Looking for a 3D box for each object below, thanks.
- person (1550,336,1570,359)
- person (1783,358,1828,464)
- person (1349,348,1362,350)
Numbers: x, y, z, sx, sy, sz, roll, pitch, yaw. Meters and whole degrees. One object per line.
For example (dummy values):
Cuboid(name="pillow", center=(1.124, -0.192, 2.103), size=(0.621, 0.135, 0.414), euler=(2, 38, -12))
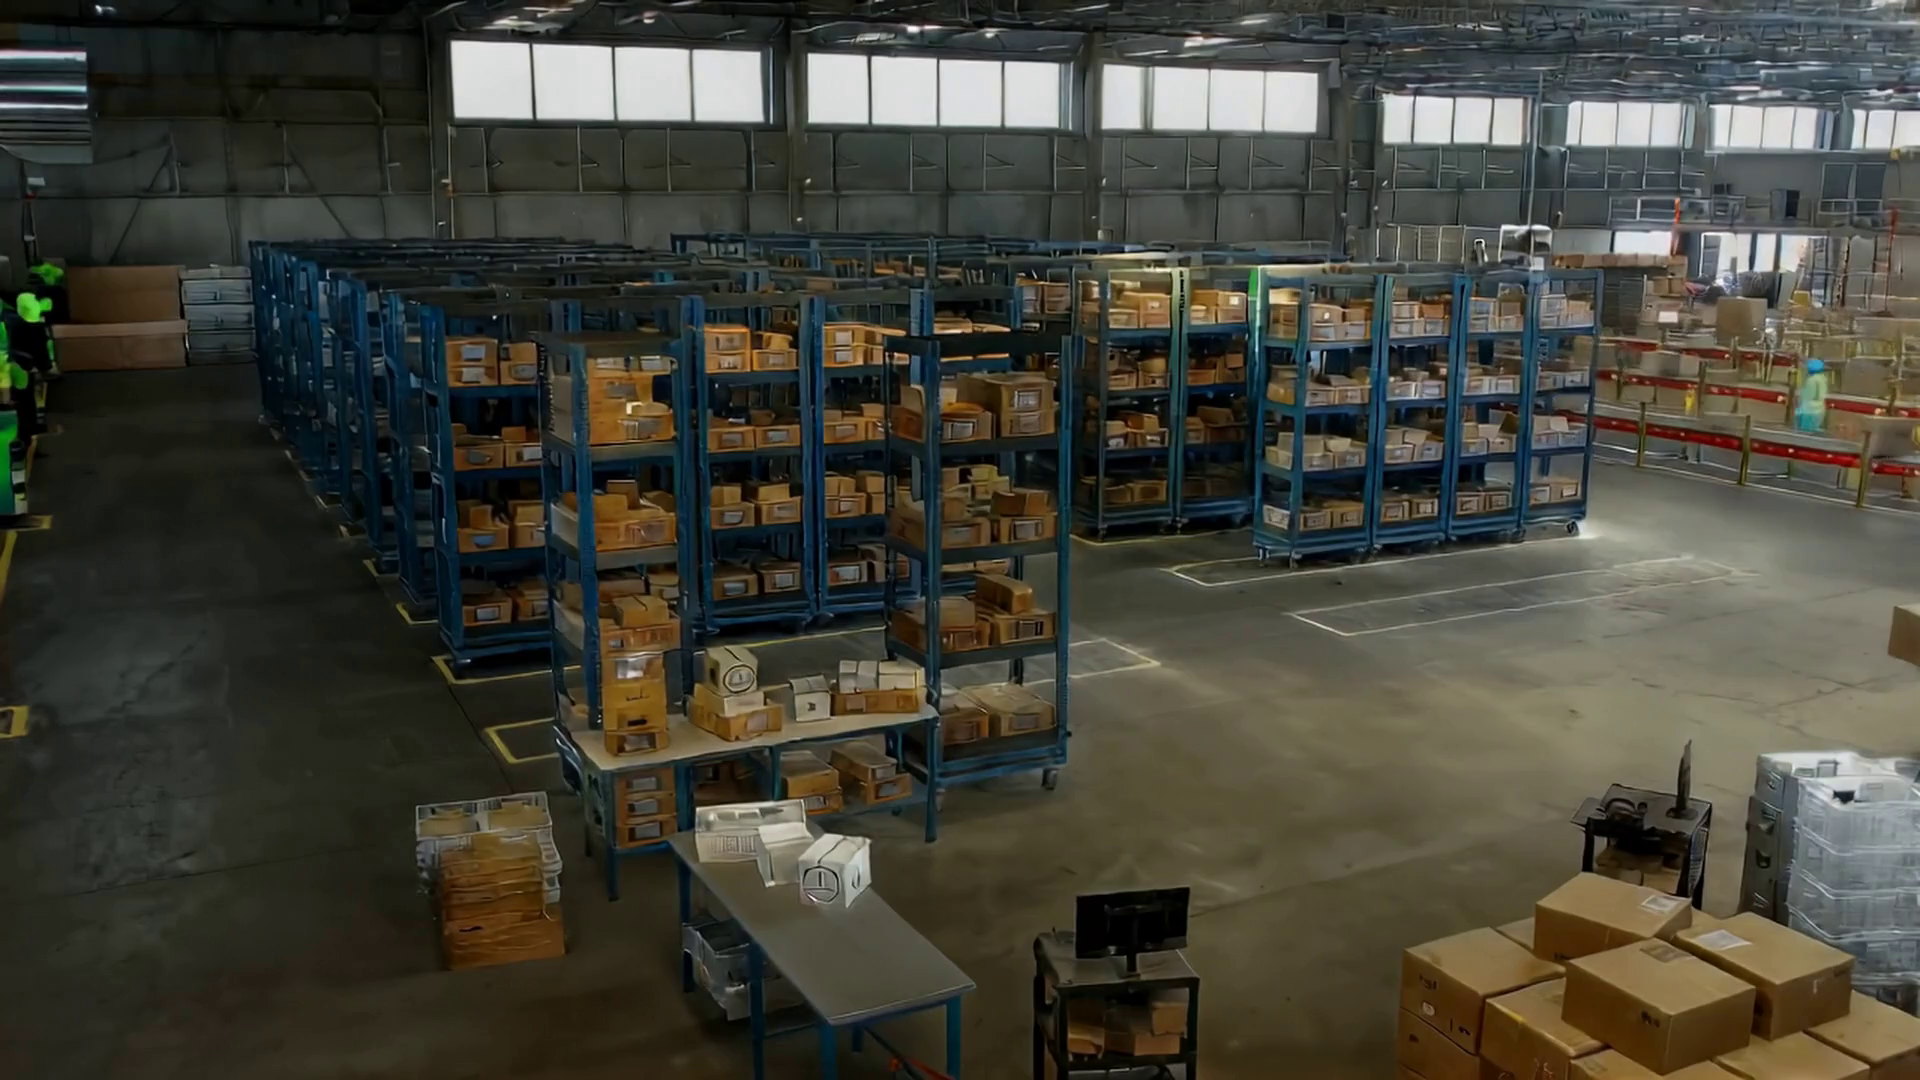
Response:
Cuboid(name="person", center=(14.321, -4.554, 39.787), size=(0.551, 1.603, 0.443), euler=(-6, 14, -27))
Cuboid(name="person", center=(14.460, -2.217, 28.442), size=(0.597, 1.781, 0.925), euler=(-12, 17, -43))
Cuboid(name="person", center=(7.537, -3.070, 32.157), size=(0.408, 1.913, 0.642), euler=(11, 16, 40))
